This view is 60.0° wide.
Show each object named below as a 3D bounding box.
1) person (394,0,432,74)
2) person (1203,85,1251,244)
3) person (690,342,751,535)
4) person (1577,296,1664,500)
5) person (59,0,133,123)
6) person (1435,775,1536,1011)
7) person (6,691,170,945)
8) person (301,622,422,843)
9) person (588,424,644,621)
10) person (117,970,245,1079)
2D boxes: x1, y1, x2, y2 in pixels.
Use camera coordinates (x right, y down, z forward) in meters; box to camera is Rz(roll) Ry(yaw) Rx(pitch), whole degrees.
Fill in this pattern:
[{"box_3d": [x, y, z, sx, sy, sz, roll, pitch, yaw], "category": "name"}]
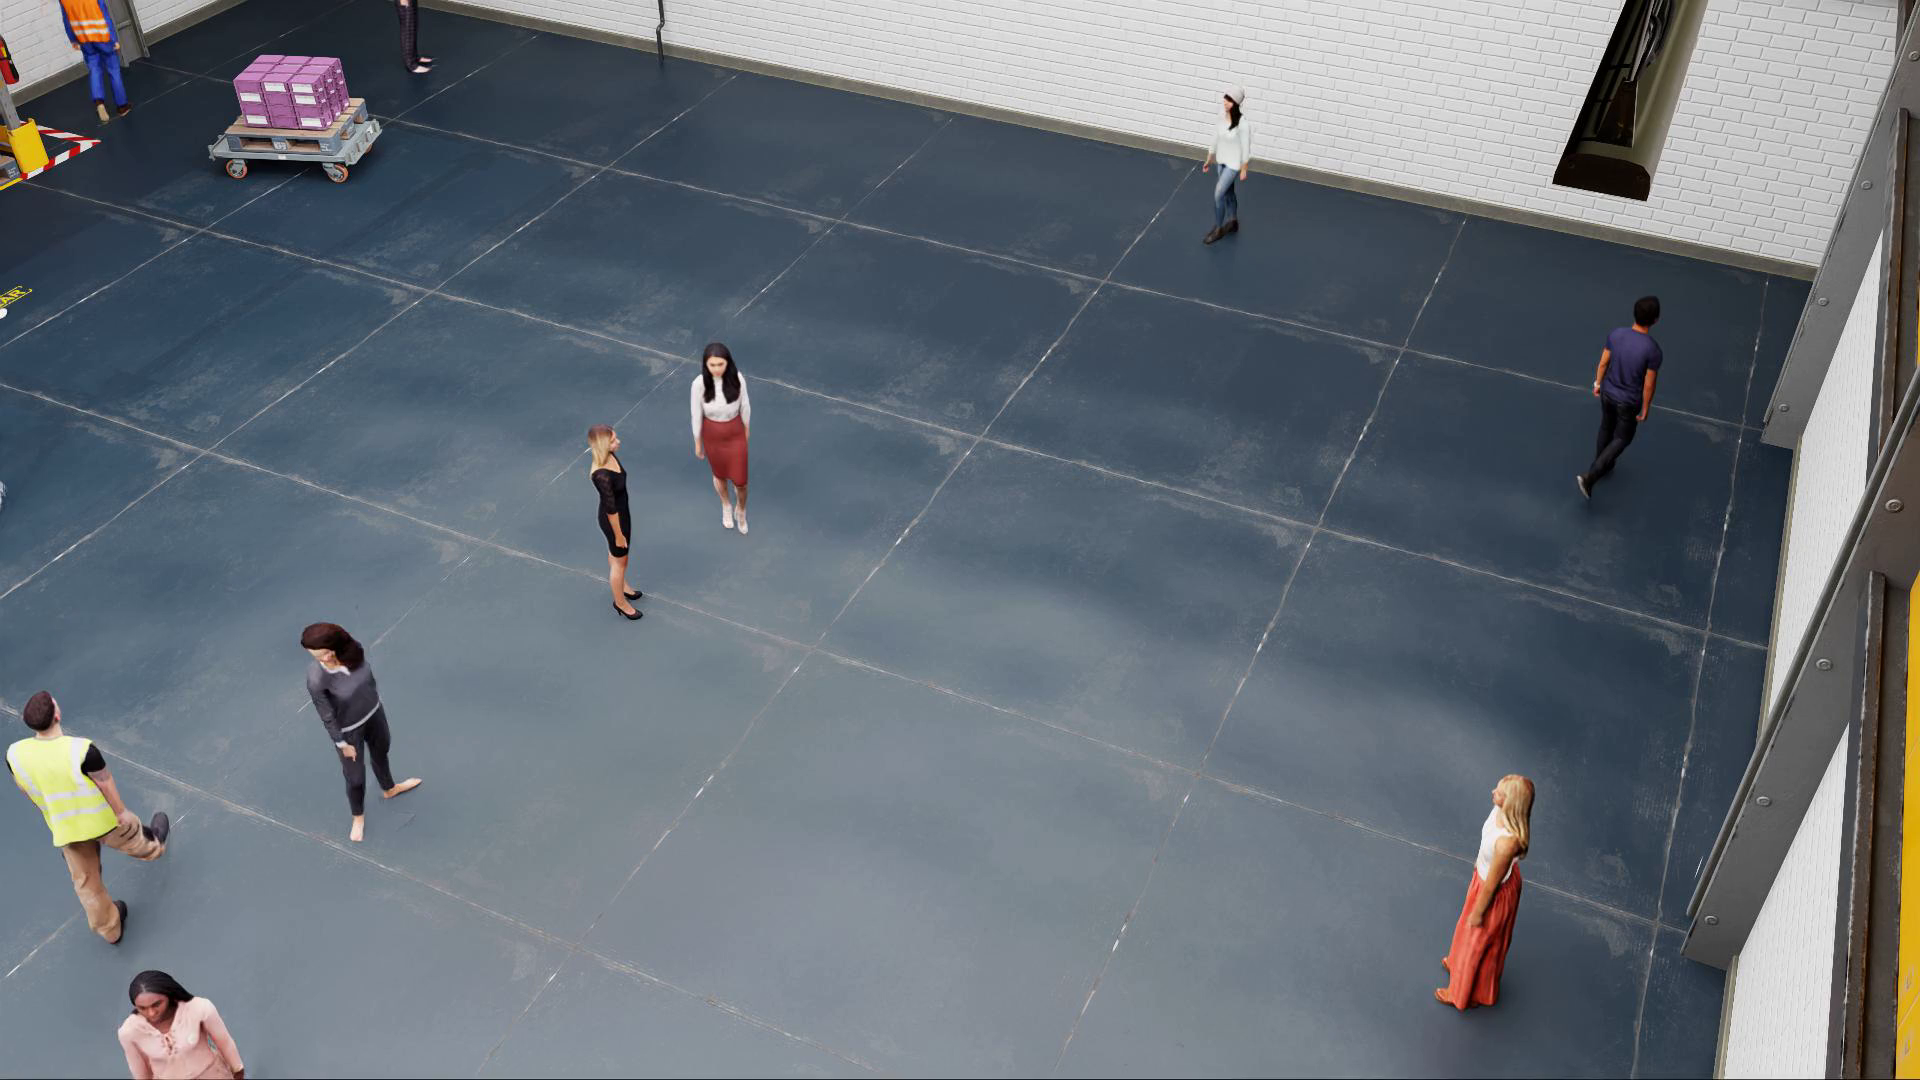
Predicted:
[{"box_3d": [-6.756, -6.643, 20.178, 0.798, 1.871, 0.671, -4, 39, -5], "category": "person"}, {"box_3d": [2.787, -3.835, 16.860, 0.858, 1.624, 0.778, -19, 42, -22], "category": "person"}, {"box_3d": [-1.853, -0.823, 12.999, 0.740, 1.735, 0.785, -5, 39, -6], "category": "person"}, {"box_3d": [5.273, -1.123, 13.344, 1.107, 1.773, 0.907, -29, 47, -31], "category": "person"}, {"box_3d": [-9.881, -5.658, 18.961, 1.010, 1.851, 1.147, -3, 39, -4], "category": "person"}, {"box_3d": [3.021, 1.991, 9.423, 0.697, 1.801, 0.530, 13, 40, 16], "category": "person"}, {"box_3d": [-5.188, 1.678, 9.813, 1.093, 1.804, 1.247, -6, 39, -7], "category": "person"}, {"box_3d": [-3.831, 1.098, 10.582, 0.839, 1.750, 0.490, 3, 39, 4], "category": "person"}, {"box_3d": [-2.530, -0.149, 12.203, 0.679, 1.676, 0.570, -5, 39, -7], "category": "person"}, {"box_3d": [-3.935, 2.740, 8.559, 0.891, 1.708, 0.951, -13, 40, -16], "category": "person"}]
